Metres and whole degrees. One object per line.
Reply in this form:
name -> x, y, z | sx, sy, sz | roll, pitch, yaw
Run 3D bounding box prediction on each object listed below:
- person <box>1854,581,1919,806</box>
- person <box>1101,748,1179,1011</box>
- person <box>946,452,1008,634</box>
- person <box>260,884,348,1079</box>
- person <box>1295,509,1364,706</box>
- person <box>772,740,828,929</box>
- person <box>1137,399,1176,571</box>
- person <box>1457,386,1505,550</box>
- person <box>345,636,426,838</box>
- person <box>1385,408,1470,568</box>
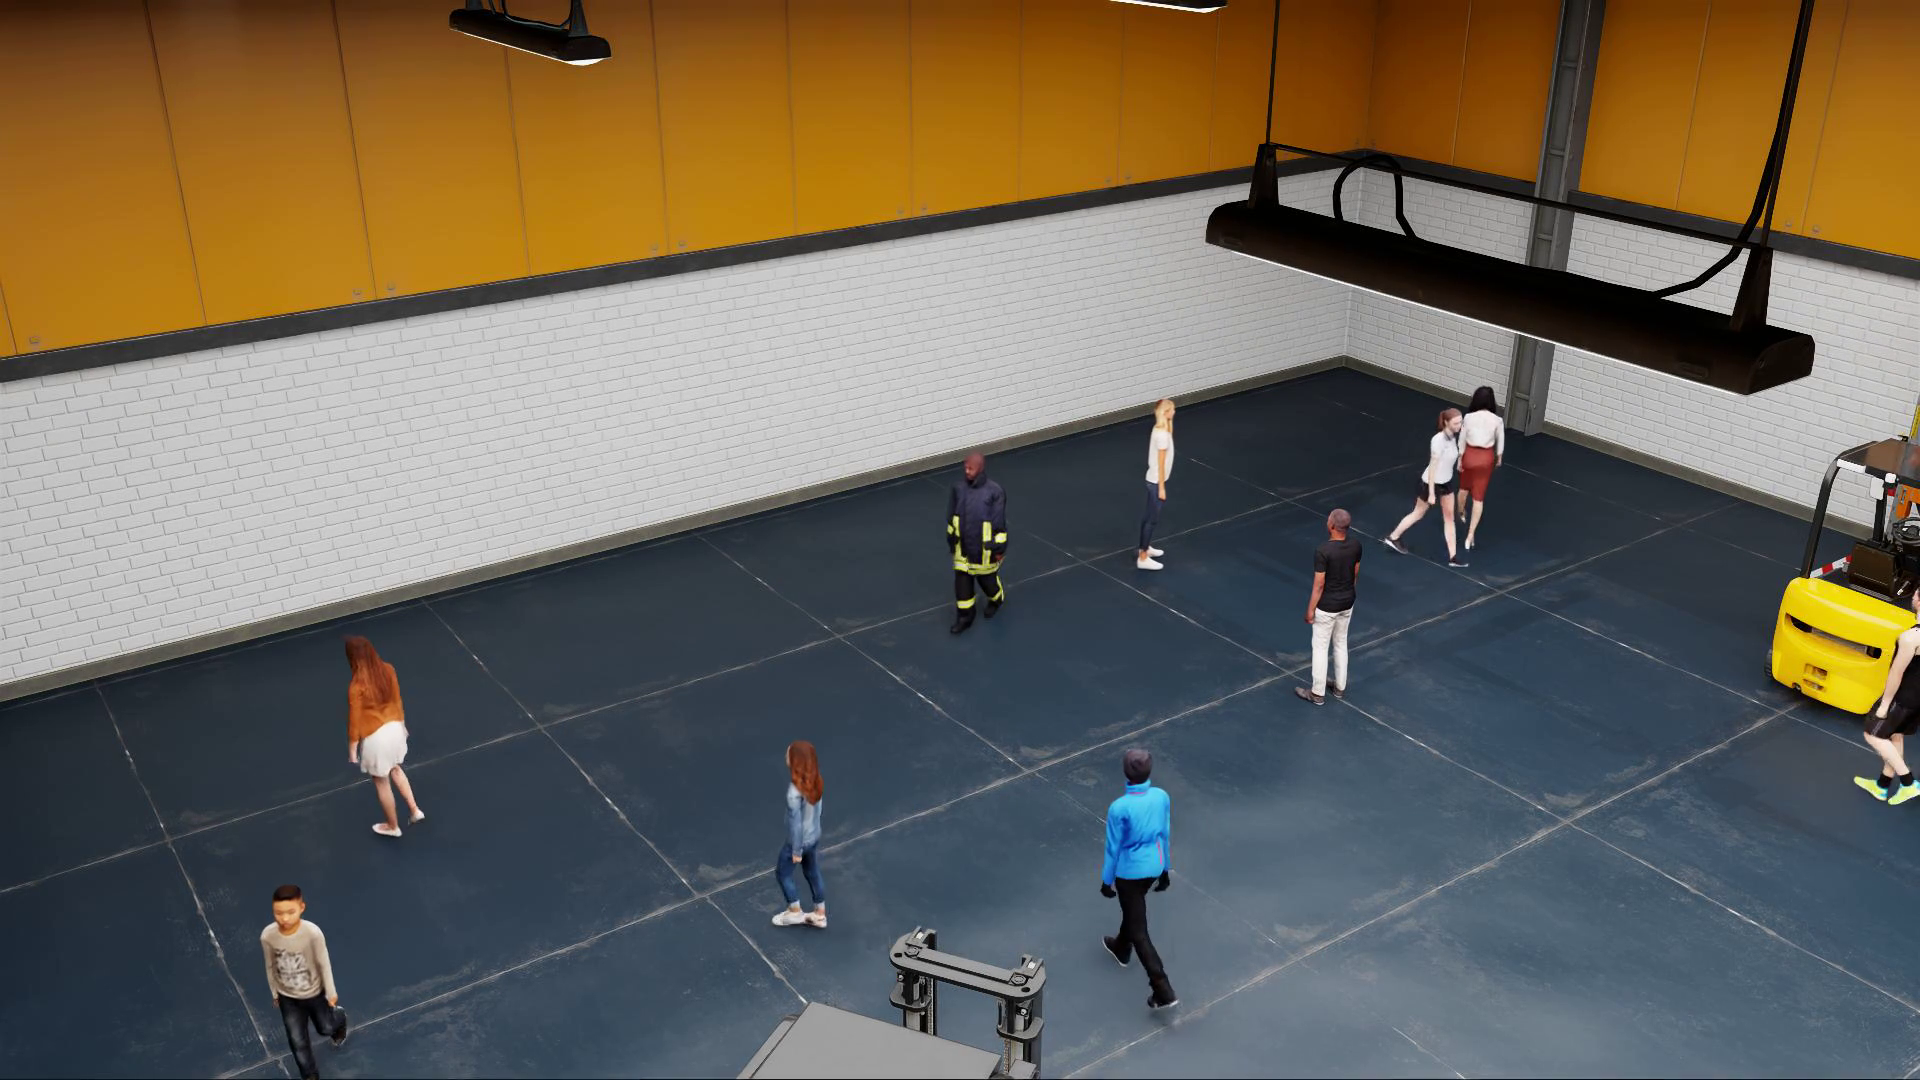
person -> 7.371, 1.238, 12.836 | 0.751, 1.880, 0.840 | -13, 27, -27
person -> 1.211, 2.209, 10.764 | 0.682, 1.762, 1.164 | -14, 27, -29
person -> 0.188, -0.032, 15.820 | 1.104, 1.819, 1.113 | 10, 25, 21
person -> -3.959, 2.687, 10.068 | 0.804, 1.443, 0.971 | -2, 24, -4
person -> 3.240, 0.571, 14.457 | 0.678, 1.805, 0.613 | -13, 27, -27
person -> -1.019, 2.060, 11.472 | 0.765, 1.466, 0.720 | 8, 25, 18
person -> 2.011, -0.590, 17.115 | 0.750, 1.802, 0.677 | 2, 24, 5
person -> 5.459, -0.730, 17.551 | 1.092, 1.711, 1.057 | 9, 25, 19
person -> -4.282, 1.496, 12.460 | 0.828, 1.710, 0.781 | 12, 26, 26
person -> 4.834, -0.565, 17.184 | 1.191, 1.702, 0.683 | 21, 31, 40
